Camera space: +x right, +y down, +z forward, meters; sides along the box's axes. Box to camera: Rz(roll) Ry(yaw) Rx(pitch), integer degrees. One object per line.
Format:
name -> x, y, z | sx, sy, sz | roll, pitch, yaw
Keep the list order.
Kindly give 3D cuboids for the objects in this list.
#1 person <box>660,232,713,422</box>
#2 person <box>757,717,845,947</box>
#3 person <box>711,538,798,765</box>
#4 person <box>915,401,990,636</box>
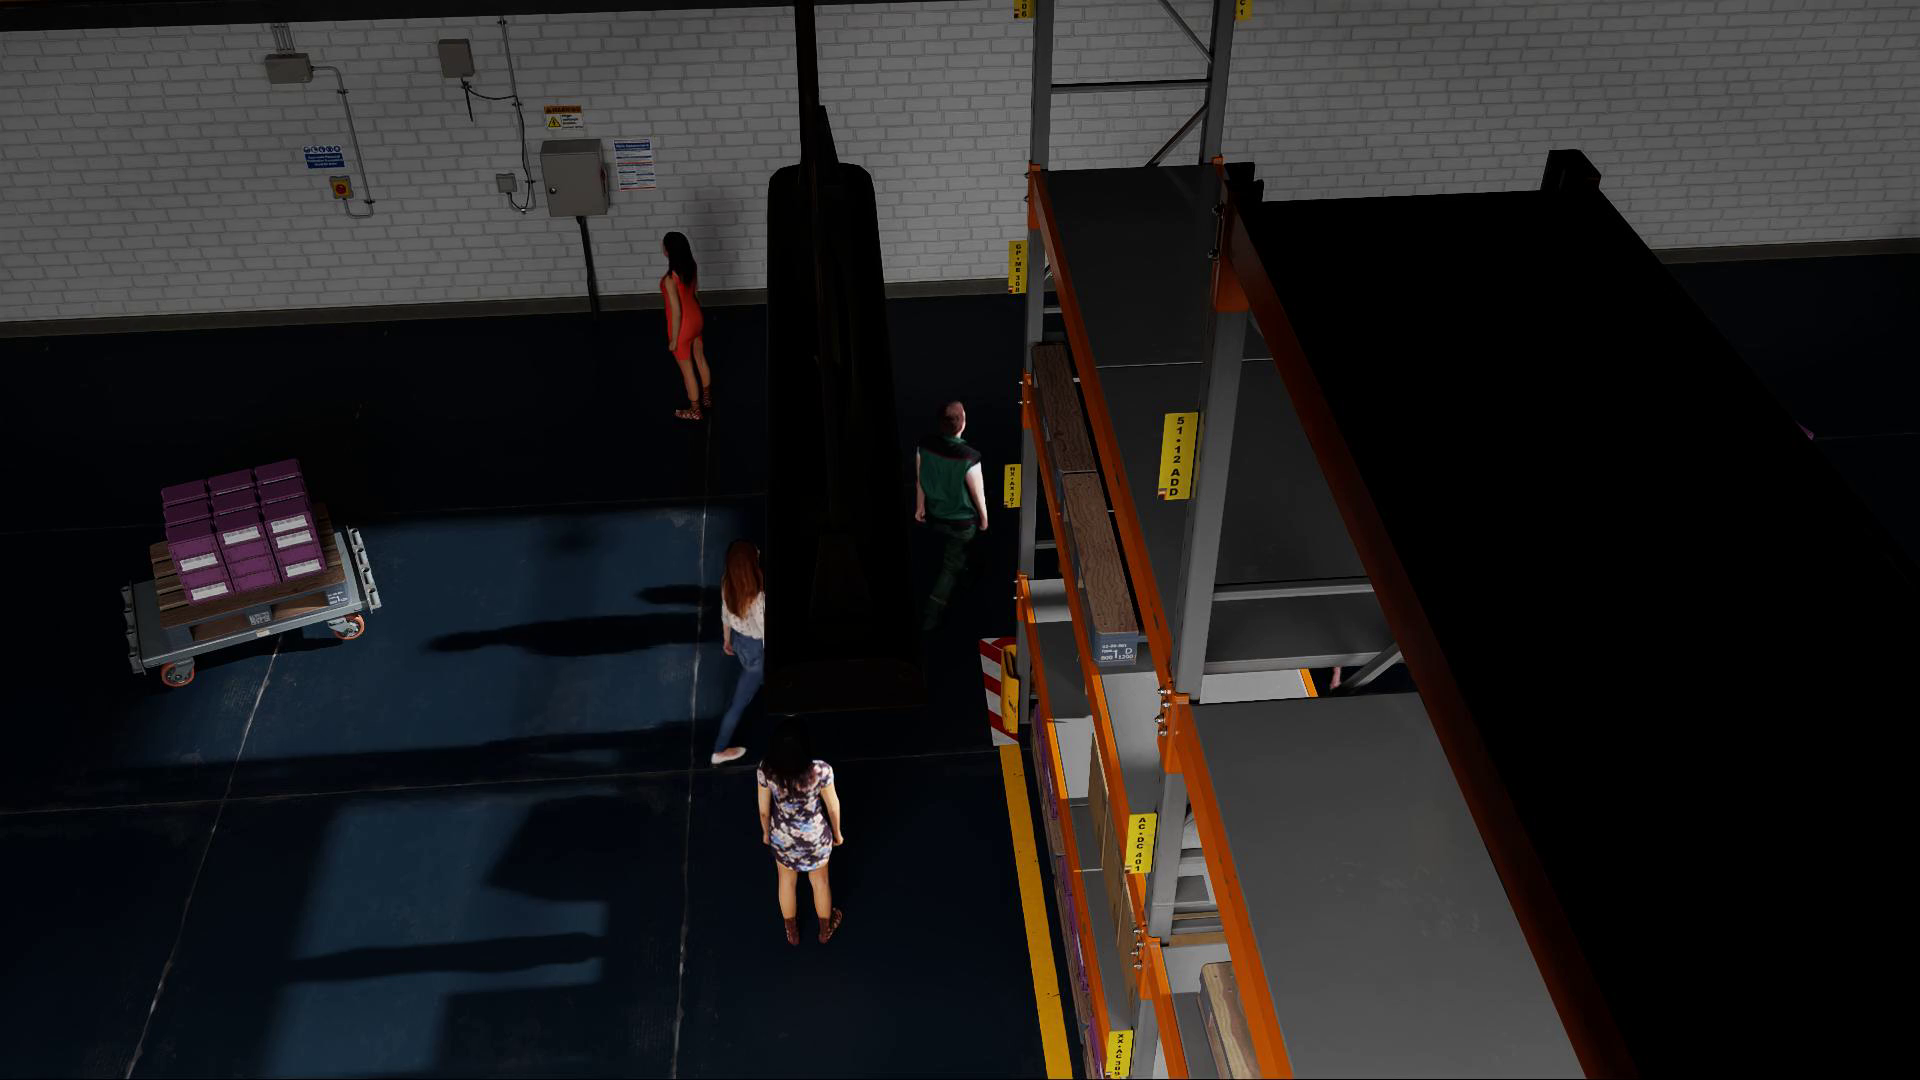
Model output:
person -> -2.255, -1.757, 13.674 | 0.721, 1.719, 0.597 | 14, 41, 17
person -> -0.907, 1.656, 9.388 | 0.626, 1.733, 0.535 | 1, 39, 1
person -> -1.399, 0.733, 10.581 | 1.050, 1.686, 1.146 | -25, 45, -28
person -> -0.087, -0.137, 11.577 | 1.104, 1.803, 1.249 | 21, 43, 24
